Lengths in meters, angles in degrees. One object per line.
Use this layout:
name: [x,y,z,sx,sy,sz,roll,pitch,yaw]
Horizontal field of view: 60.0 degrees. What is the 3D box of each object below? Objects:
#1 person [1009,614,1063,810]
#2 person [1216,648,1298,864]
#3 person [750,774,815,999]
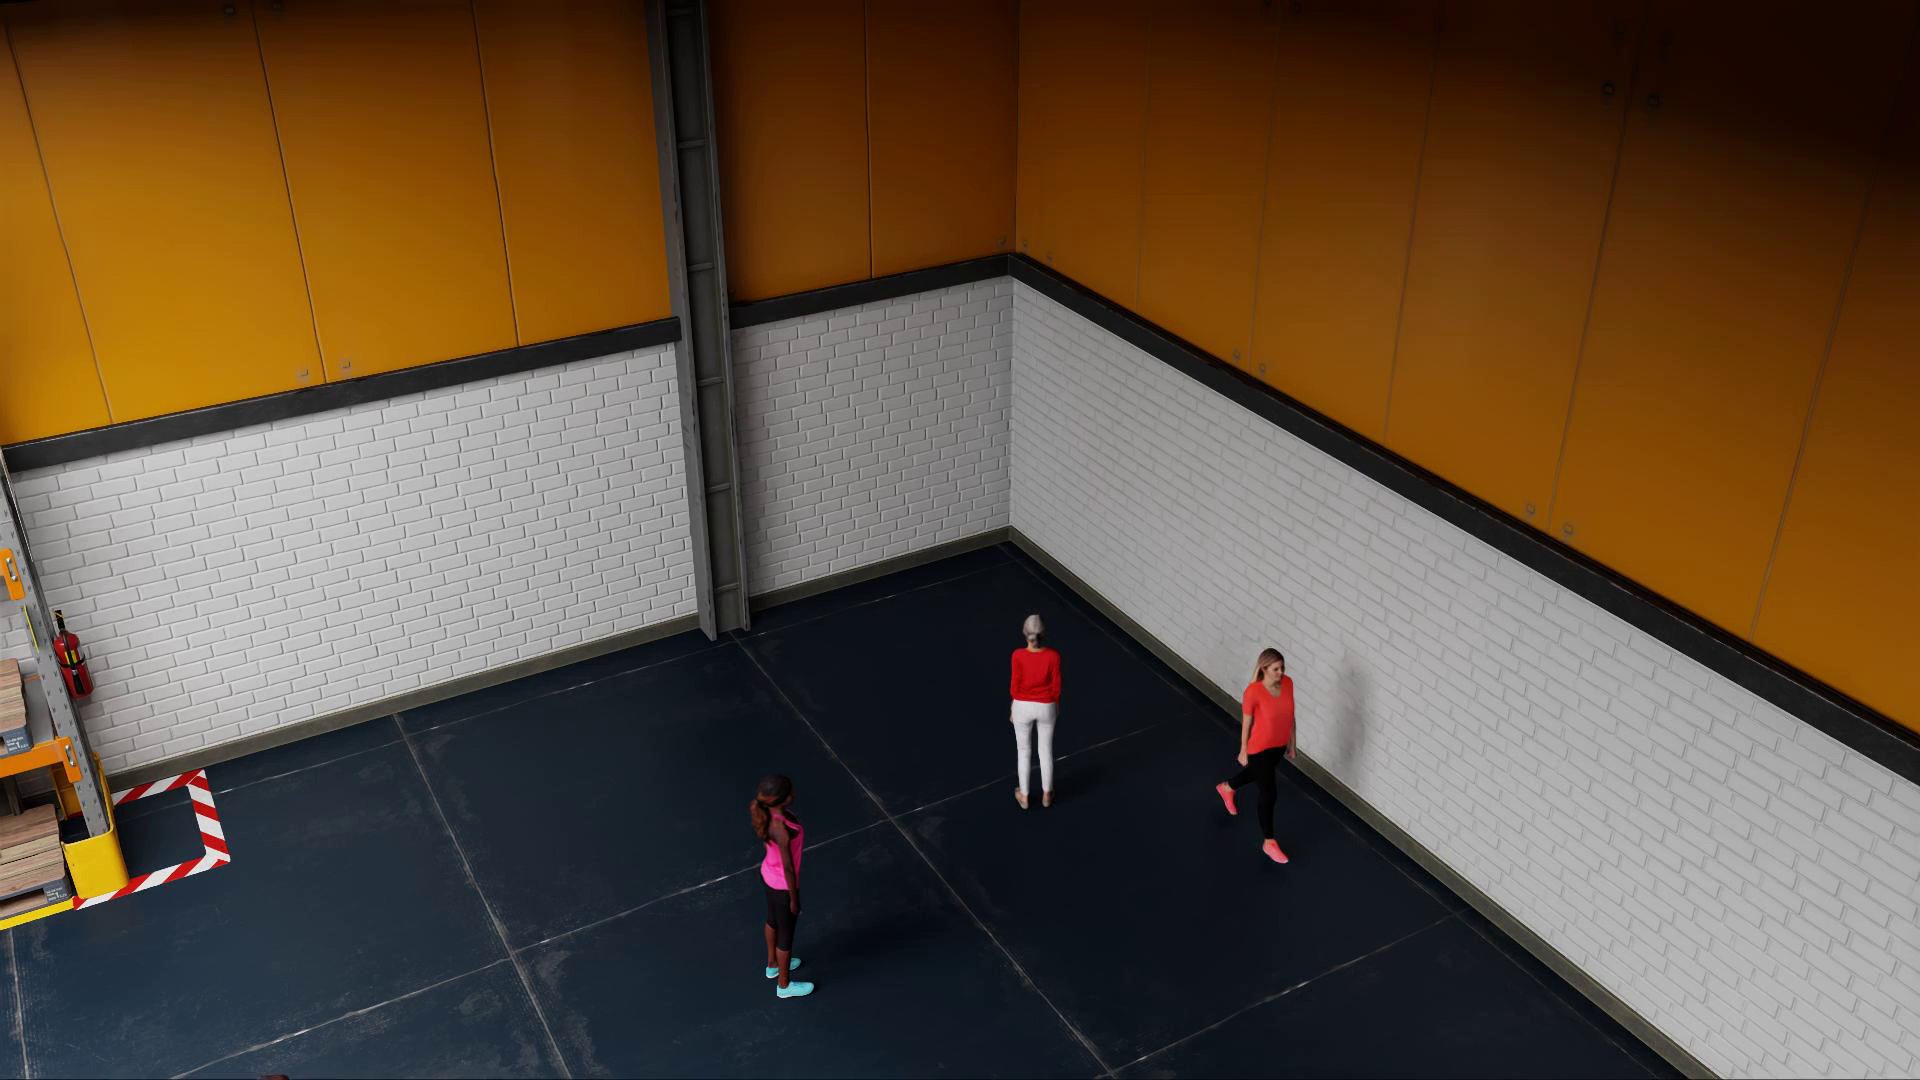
person: [0.571,1.307,12.708,0.591,1.694,0.694,-2,29,-4]
person: [2.211,1.508,12.379,1.065,1.658,0.695,-18,33,-29]
person: [-1.186,2.250,10.950,0.578,1.723,0.591,-11,31,-20]
